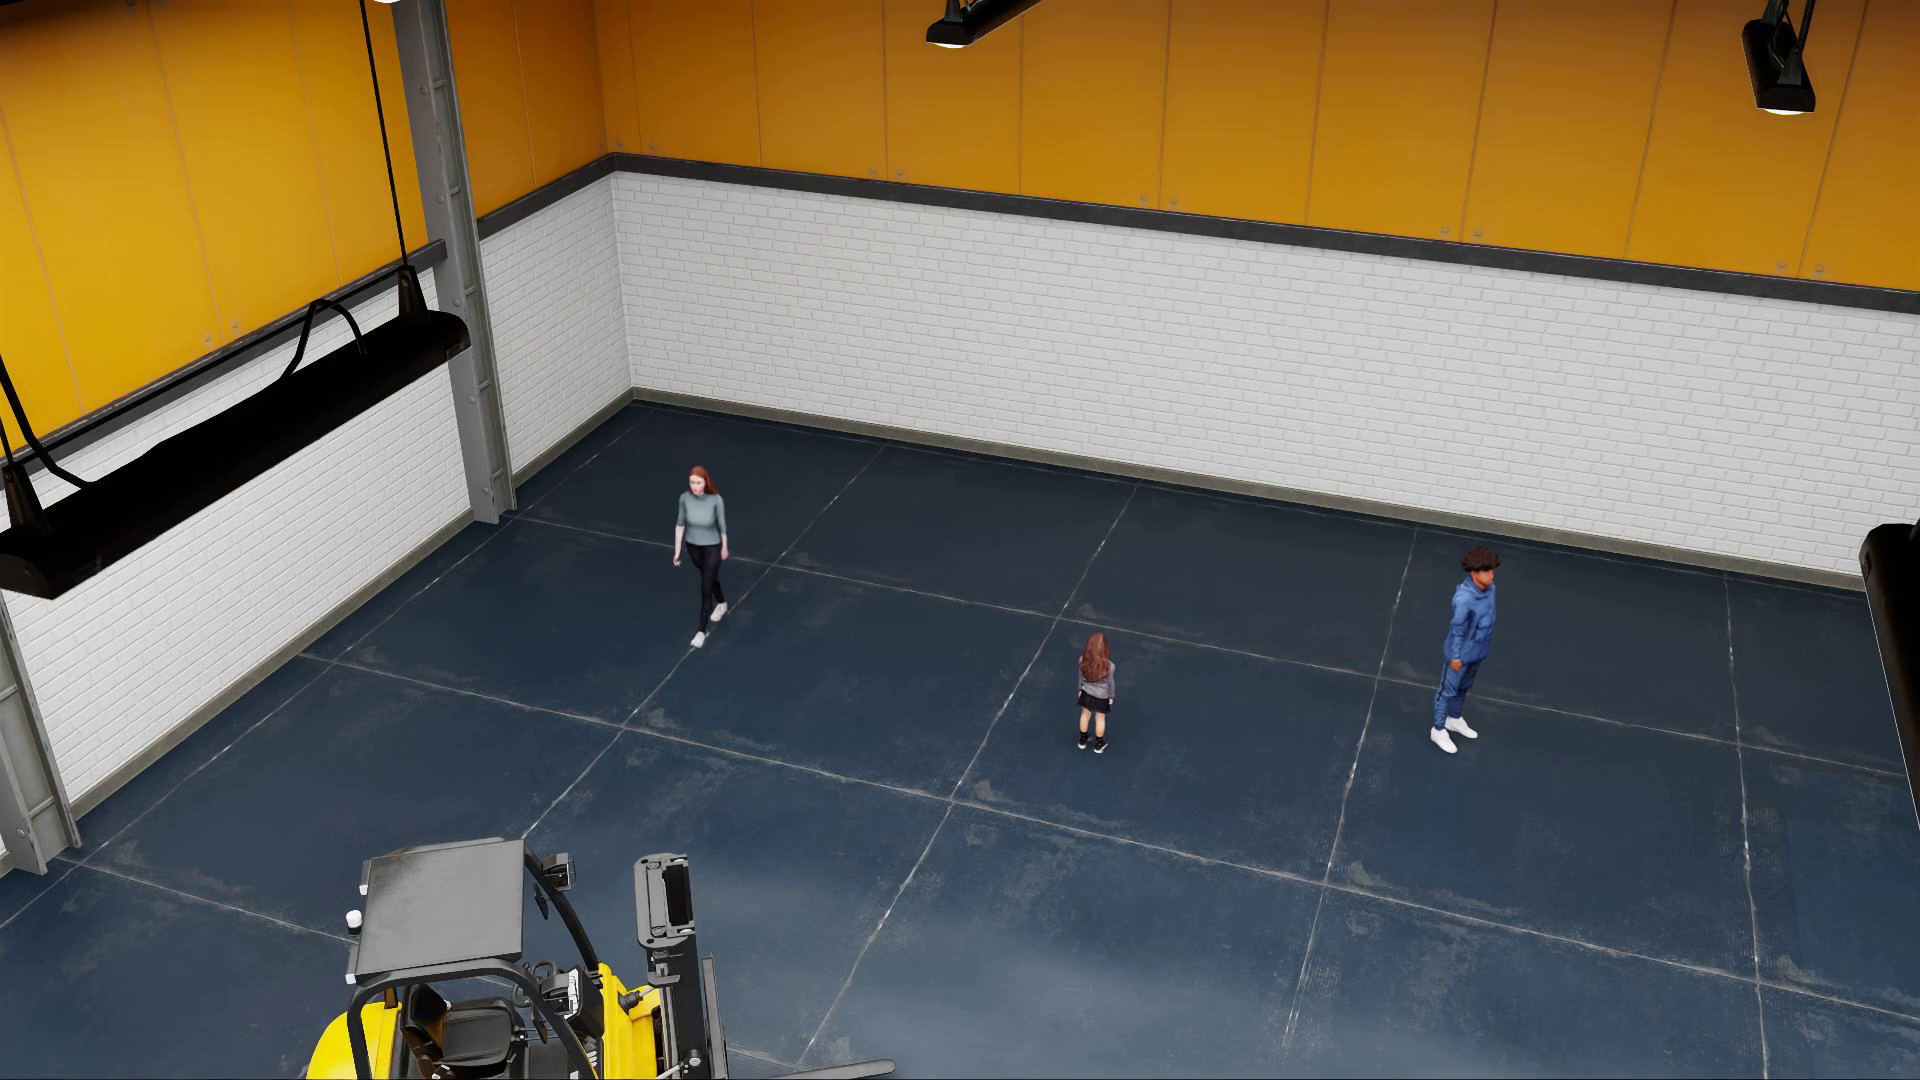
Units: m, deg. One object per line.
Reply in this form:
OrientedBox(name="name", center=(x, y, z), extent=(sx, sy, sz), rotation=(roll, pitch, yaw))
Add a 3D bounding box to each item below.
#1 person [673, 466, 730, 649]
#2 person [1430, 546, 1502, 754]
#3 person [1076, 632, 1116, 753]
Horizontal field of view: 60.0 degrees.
OrientedBox(name="person", center=(-2.317, 0.072, 15.295), extent=(0.637, 1.689, 1.128), rotation=(8, 30, 15))
OrientedBox(name="person", center=(4.171, 0.868, 13.709), extent=(0.693, 1.811, 0.818), rotation=(-22, 35, -34))
OrientedBox(name="person", center=(1.114, 1.244, 13.755), extent=(0.465, 1.107, 0.442), rotation=(11, 31, 19))
